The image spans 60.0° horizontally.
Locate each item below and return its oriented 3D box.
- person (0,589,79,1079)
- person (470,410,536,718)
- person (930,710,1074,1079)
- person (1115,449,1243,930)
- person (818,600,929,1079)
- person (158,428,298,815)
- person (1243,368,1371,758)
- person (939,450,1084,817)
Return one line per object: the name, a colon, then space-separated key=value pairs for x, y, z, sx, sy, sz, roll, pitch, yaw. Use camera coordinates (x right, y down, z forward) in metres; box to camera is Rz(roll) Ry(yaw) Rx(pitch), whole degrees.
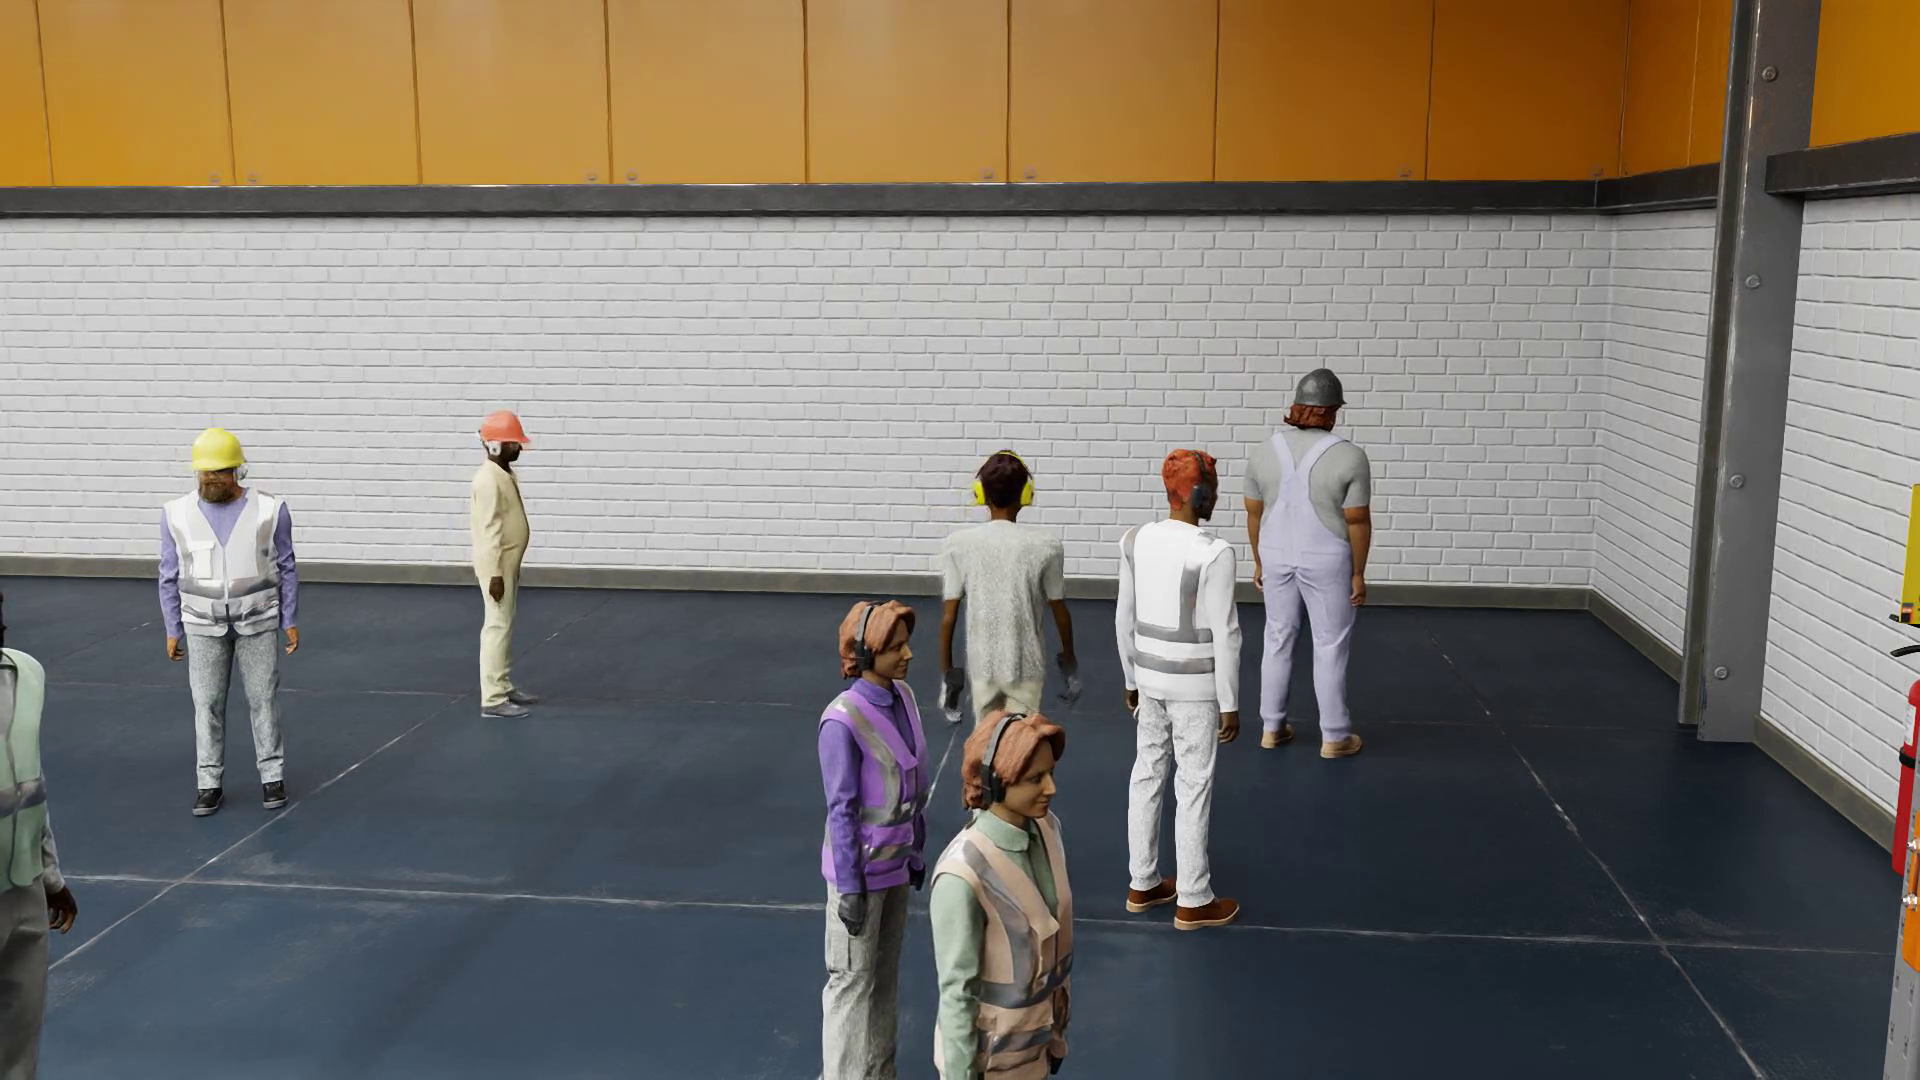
person: x=-2.567 y=0.948 z=4.335 sx=0.376 sy=1.917 sz=0.600 roll=1 pitch=10 yaw=7
person: x=-2.598 y=0.129 z=9.501 sx=0.347 sy=1.747 sz=0.574 roll=-1 pitch=10 yaw=-7
person: x=0.097 y=1.183 z=3.790 sx=0.310 sy=1.638 sz=0.523 roll=5 pitch=11 yaw=26
person: x=0.864 y=0.581 z=6.535 sx=0.337 sy=1.882 sz=0.583 roll=-8 pitch=13 yaw=-40
person: x=-0.251 y=0.983 z=4.930 sx=0.310 sy=1.642 sz=0.514 roll=4 pitch=11 yaw=20
person: x=-3.431 y=0.381 z=7.830 sx=0.600 sy=1.828 sz=0.404 roll=-3 pitch=10 yaw=-19
person: x=1.863 y=0.111 z=8.774 sx=0.684 sy=2.000 sz=0.536 roll=7 pitch=12 yaw=36
person: x=0.231 y=0.545 z=6.866 sx=0.528 sy=1.839 sz=0.758 roll=3 pitch=10 yaw=18
